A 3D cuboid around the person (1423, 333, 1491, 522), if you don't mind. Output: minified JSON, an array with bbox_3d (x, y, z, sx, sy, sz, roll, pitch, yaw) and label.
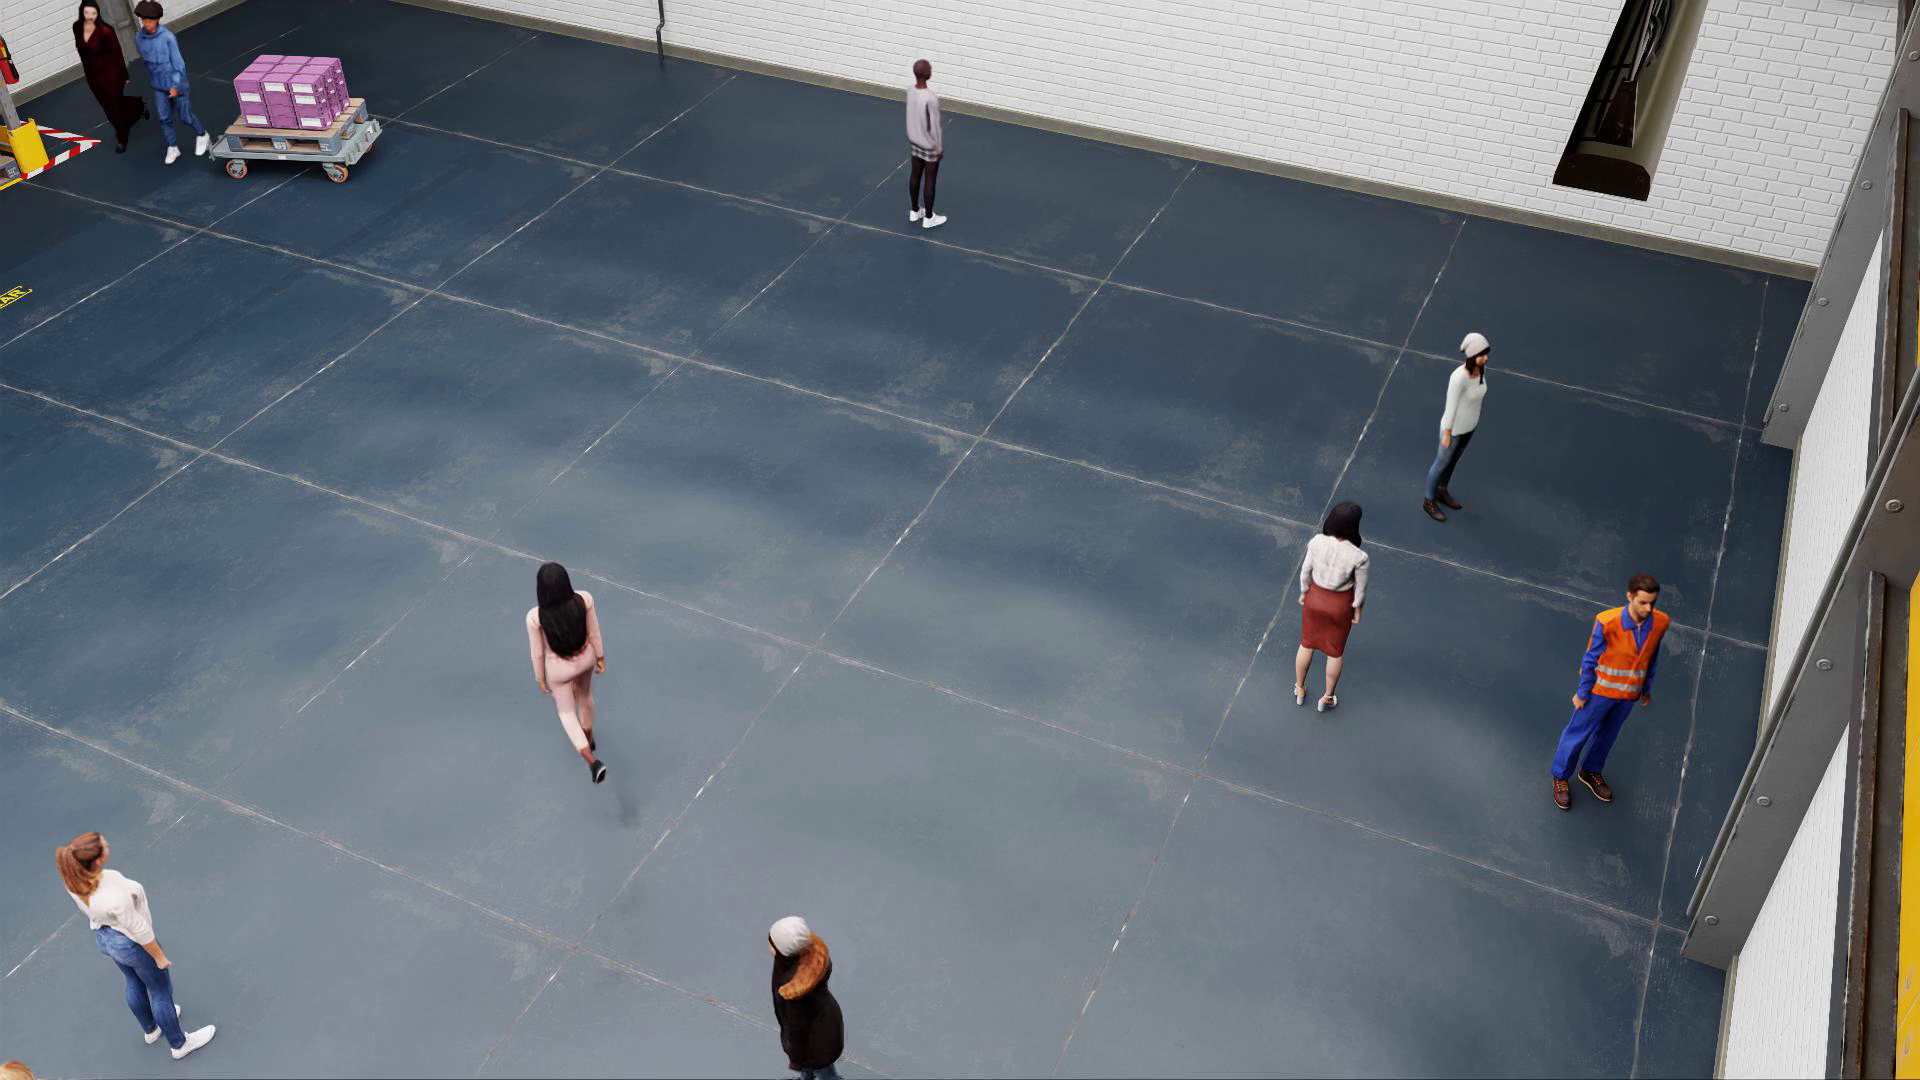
[{"bbox_3d":[3.956,-0.921,13.196,0.555,1.644,0.690,-30,47,-32],"label":"person"}]

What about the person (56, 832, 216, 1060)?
[{"bbox_3d":[-4.591,2.231,9.186,0.627,1.721,0.535,19,43,23],"label":"person"}]

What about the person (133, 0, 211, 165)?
[{"bbox_3d":[-8.632,-5.050,18.245,0.813,1.793,0.914,10,40,12],"label":"person"}]

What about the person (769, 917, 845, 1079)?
[{"bbox_3d":[-0.750,2.584,8.827,0.819,1.618,0.762,-6,39,-7],"label":"person"}]

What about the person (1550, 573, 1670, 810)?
[{"bbox_3d":[4.180,0.950,10.676,0.784,1.864,0.808,-7,39,-8],"label":"person"}]

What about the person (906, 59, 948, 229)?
[{"bbox_3d":[-0.378,-4.070,17.035,0.656,1.772,0.682,-31,48,-33],"label":"person"}]

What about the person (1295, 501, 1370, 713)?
[{"bbox_3d":[2.525,0.459,11.382,0.616,1.749,0.527,19,43,23],"label":"person"}]

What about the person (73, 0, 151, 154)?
[{"bbox_3d":[-9.426,-5.197,18.495,0.712,1.713,0.965,13,41,16],"label":"person"}]

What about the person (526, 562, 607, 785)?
[{"bbox_3d":[-2.516,0.889,10.882,1.040,1.701,1.010,-21,43,-24],"label":"person"}]
